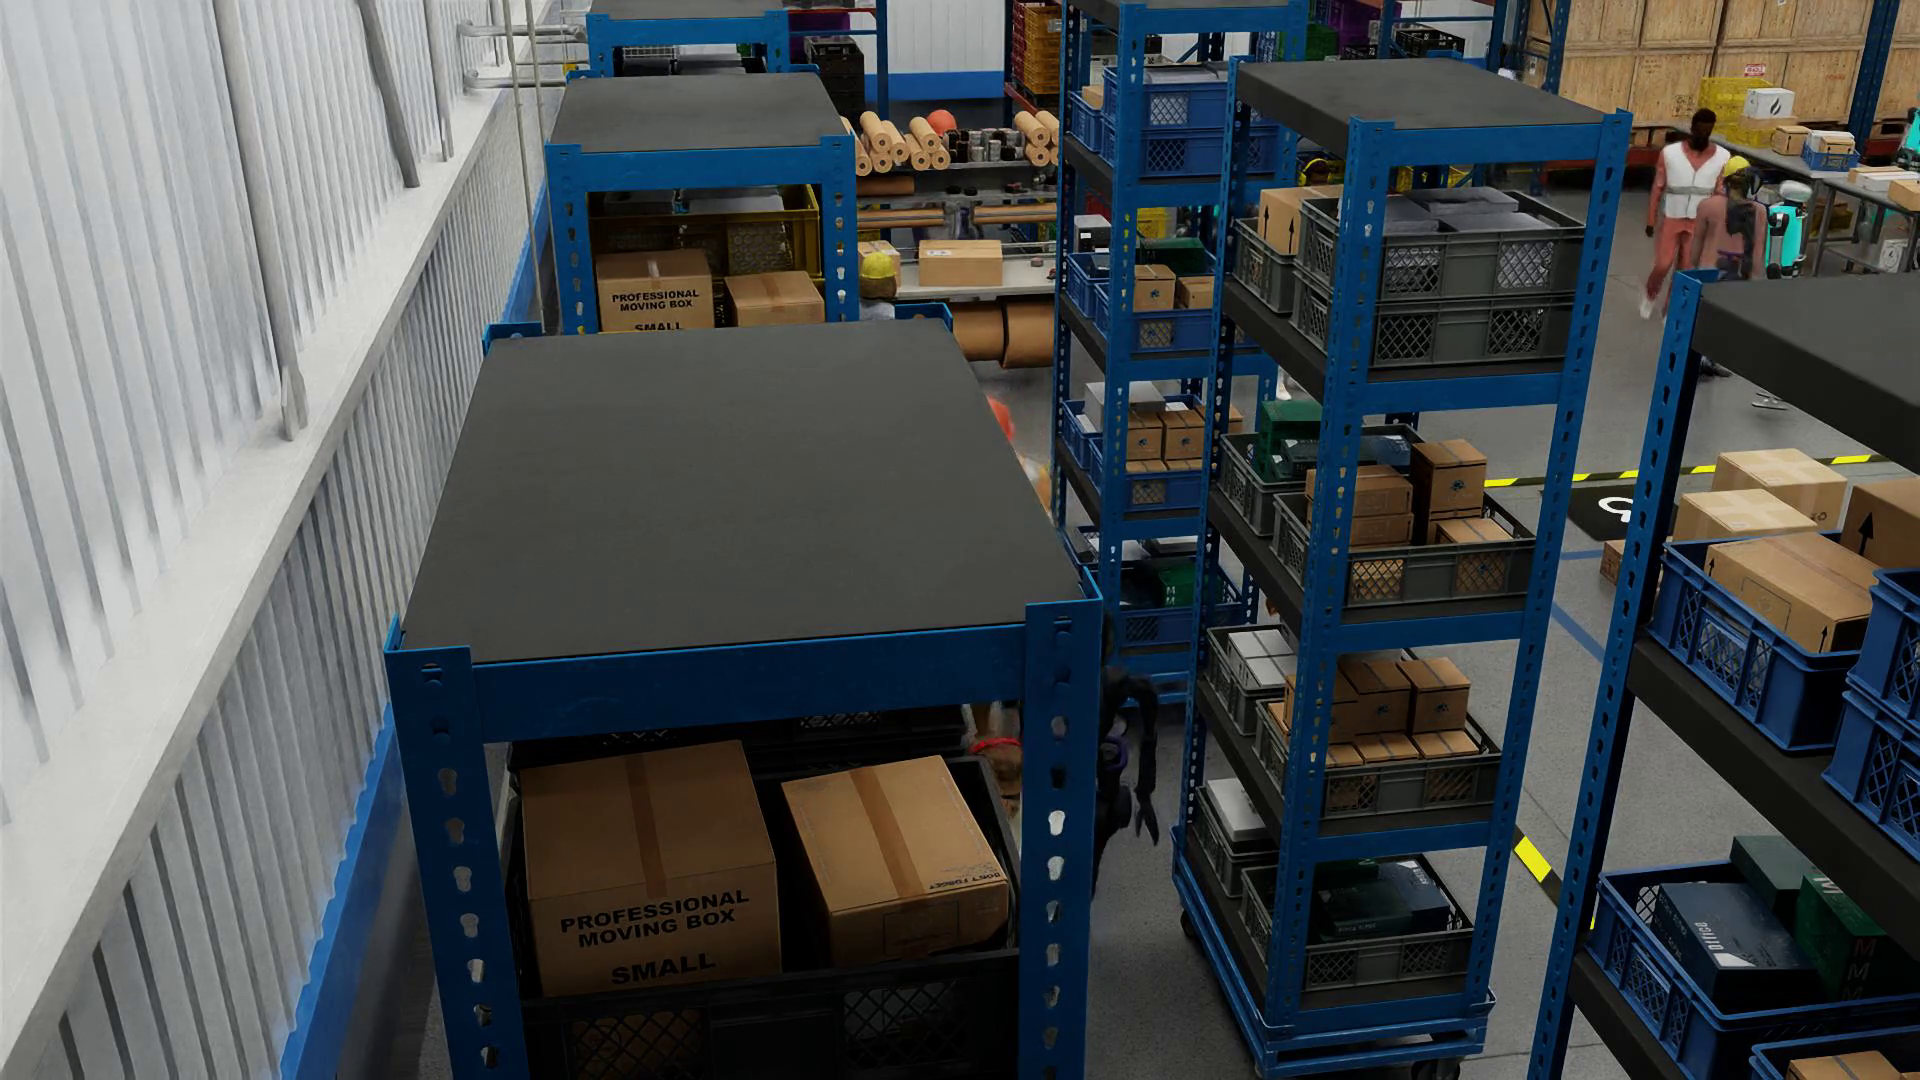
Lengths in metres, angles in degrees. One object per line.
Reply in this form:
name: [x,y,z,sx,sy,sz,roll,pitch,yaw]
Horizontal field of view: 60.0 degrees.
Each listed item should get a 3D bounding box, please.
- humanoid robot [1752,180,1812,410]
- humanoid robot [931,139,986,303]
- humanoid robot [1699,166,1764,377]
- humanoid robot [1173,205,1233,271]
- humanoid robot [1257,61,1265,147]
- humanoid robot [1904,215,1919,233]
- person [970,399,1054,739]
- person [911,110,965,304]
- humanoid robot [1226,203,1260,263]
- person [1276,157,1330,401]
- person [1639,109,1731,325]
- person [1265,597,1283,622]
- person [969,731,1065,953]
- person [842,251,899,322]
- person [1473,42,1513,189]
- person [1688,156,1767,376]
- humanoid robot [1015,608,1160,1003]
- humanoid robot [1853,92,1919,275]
humanoid robot: [6.216,-1.764,12.221,0.735,1.673,0.533,17,30,33]
humanoid robot: [-0.056,-2.717,14.550,0.612,1.620,0.514,-7,26,-14]
humanoid robot: [6.142,-2.163,13.298,0.315,1.655,0.599,1,25,2]
humanoid robot: [1.856,-2.355,13.632,0.682,1.781,0.548,-22,33,-39]
humanoid robot: [3.300,-4.449,18.338,0.785,1.622,0.590,0,25,-1]
humanoid robot: [9.617,-3.607,16.309,0.548,1.750,0.678,-8,26,-16]
person: [0.168,0.159,8.016,0.548,1.897,0.905,-1,25,-1]
person: [-0.148,-2.470,13.548,0.376,2.041,0.615,18,30,34]
humanoid robot: [2.311,-2.210,13.478,0.587,1.667,0.670,-7,26,-14]
person: [2.628,-1.997,12.737,0.516,1.861,0.327,-14,28,-28]
person: [6.234,-2.747,14.312,0.590,1.898,0.470,4,25,8]
person: [1.734,0.201,7.967,0.589,1.853,0.372,-4,25,-9]
person: [0.095,1.345,5.521,0.600,1.814,0.607,-5,25,-10]
person: [-0.519,-0.994,10.694,0.491,1.740,0.316,15,29,29]
person: [5.747,-4.505,18.192,0.549,1.859,0.607,-22,33,-40]
person: [6.082,-2.155,13.236,0.522,1.725,0.745,6,25,13]
humanoid robot: [0.486,1.008,6.441,0.603,1.646,0.630,0,25,0]
humanoid robot: [8.853,-3.376,15.876,0.865,1.769,0.606,-3,25,-6]
